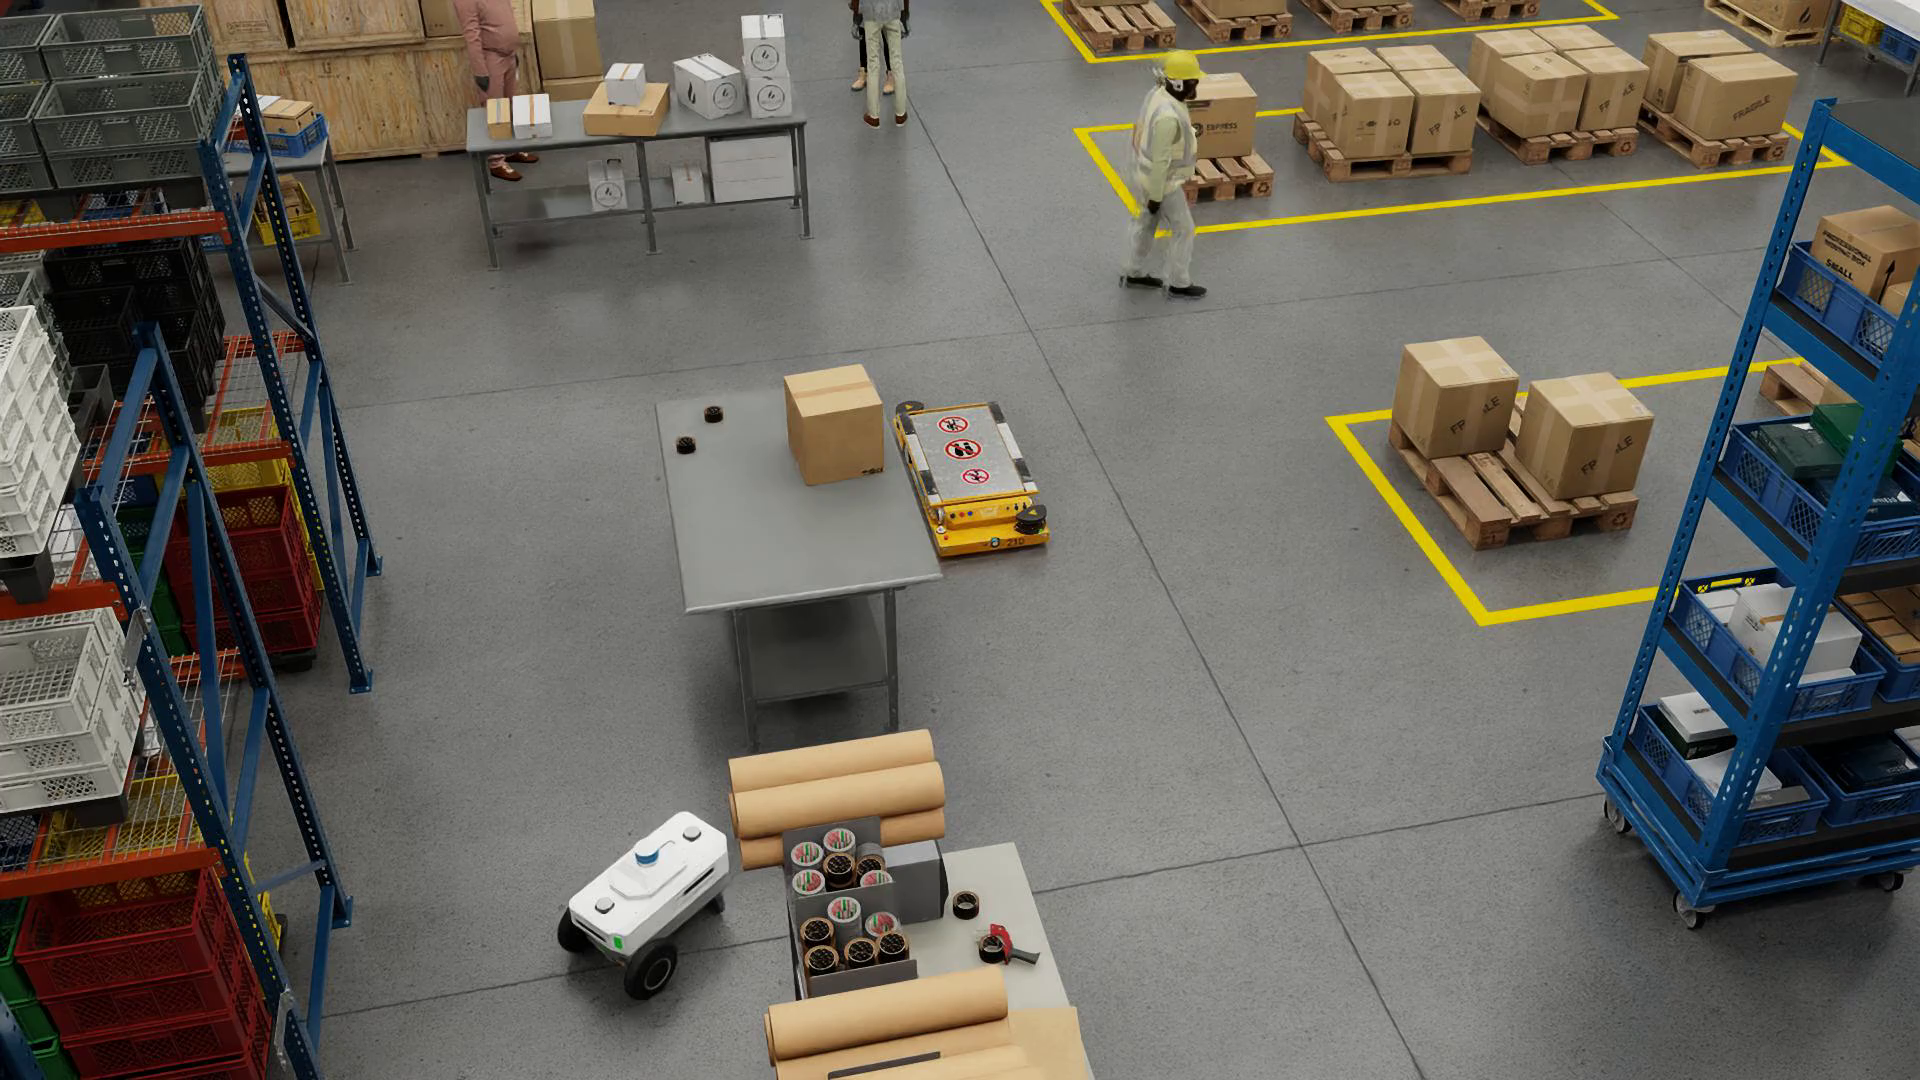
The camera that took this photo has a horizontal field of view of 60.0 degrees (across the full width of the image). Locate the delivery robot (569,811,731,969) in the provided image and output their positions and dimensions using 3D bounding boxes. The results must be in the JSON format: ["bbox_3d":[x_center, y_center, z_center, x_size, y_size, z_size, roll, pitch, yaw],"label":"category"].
[{"bbox_3d":[-1.333,1.496,7.209,0.477,0.478,0.707,25,43,29],"label":"delivery robot"}]

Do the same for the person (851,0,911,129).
[{"bbox_3d":[-0.676,-4.440,14.167,0.517,1.873,0.328,-6,37,-8],"label":"person"}]

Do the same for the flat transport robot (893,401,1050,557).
[{"bbox_3d":[0.046,-0.430,10.108,0.652,0.197,1.431,-8,37,-10],"label":"flat transport robot"}]

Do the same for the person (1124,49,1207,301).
[{"bbox_3d":[1.537,-2.553,11.679,0.733,1.810,0.598,1,37,2],"label":"person"}]

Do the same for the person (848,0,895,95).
[{"bbox_3d":[-0.762,-4.830,14.839,0.531,1.692,0.320,12,38,16],"label":"person"}]

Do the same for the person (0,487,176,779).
[{"bbox_3d":[-4.072,0.424,7.618,0.584,1.882,0.345,-22,42,-27],"label":"person"}]

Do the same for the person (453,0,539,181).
[{"bbox_3d":[-3.721,-3.874,13.378,0.400,1.907,0.644,7,37,9],"label":"person"}]
